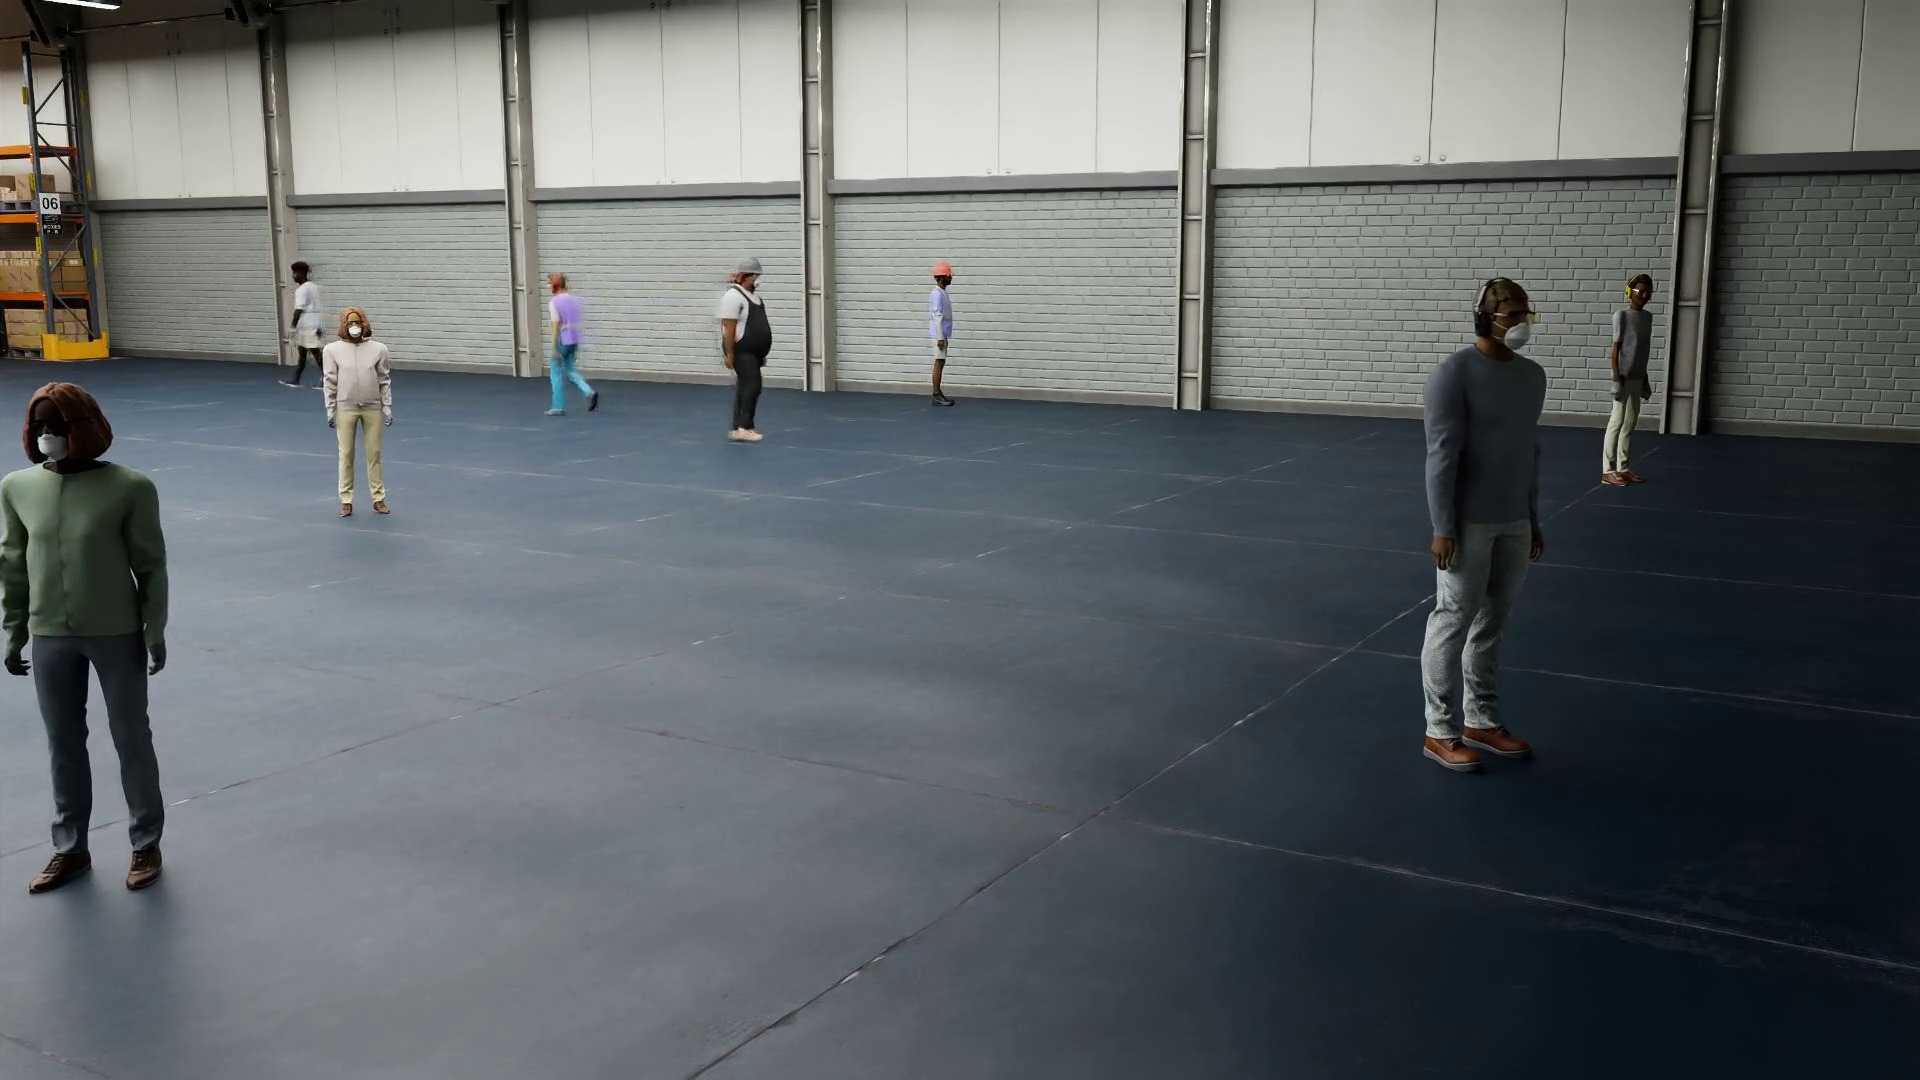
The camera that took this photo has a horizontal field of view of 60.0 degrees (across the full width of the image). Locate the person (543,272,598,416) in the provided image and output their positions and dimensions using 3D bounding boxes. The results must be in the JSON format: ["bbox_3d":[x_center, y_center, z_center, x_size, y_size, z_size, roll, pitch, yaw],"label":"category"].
[{"bbox_3d":[-4.969,-2.472,21.042,0.629,1.824,0.581,4,10,20],"label":"person"}]

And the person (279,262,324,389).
[{"bbox_3d":[-10.013,-3.243,25.242,0.925,1.923,0.632,-1,10,-4],"label":"person"}]

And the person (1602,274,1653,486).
[{"bbox_3d":[5.961,-1.415,14.750,0.521,1.864,0.335,-6,12,-33],"label":"person"}]

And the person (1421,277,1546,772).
[{"bbox_3d":[2.096,-0.065,6.619,0.628,1.940,0.373,-6,12,-33],"label":"person"}]

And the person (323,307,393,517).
[{"bbox_3d":[-4.698,-1.003,13.003,0.505,1.633,0.279,-5,11,-27],"label":"person"}]

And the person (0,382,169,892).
[{"bbox_3d":[-2.787,0.312,5.304,0.508,1.632,0.271,-1,10,-4],"label":"person"}]

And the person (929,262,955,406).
[{"bbox_3d":[-0.239,-2.783,22.520,0.345,1.942,0.551,1,10,4],"label":"person"}]

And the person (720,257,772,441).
[{"bbox_3d":[-2.289,-2.092,18.187,0.632,2.000,0.705,3,10,16],"label":"person"}]
